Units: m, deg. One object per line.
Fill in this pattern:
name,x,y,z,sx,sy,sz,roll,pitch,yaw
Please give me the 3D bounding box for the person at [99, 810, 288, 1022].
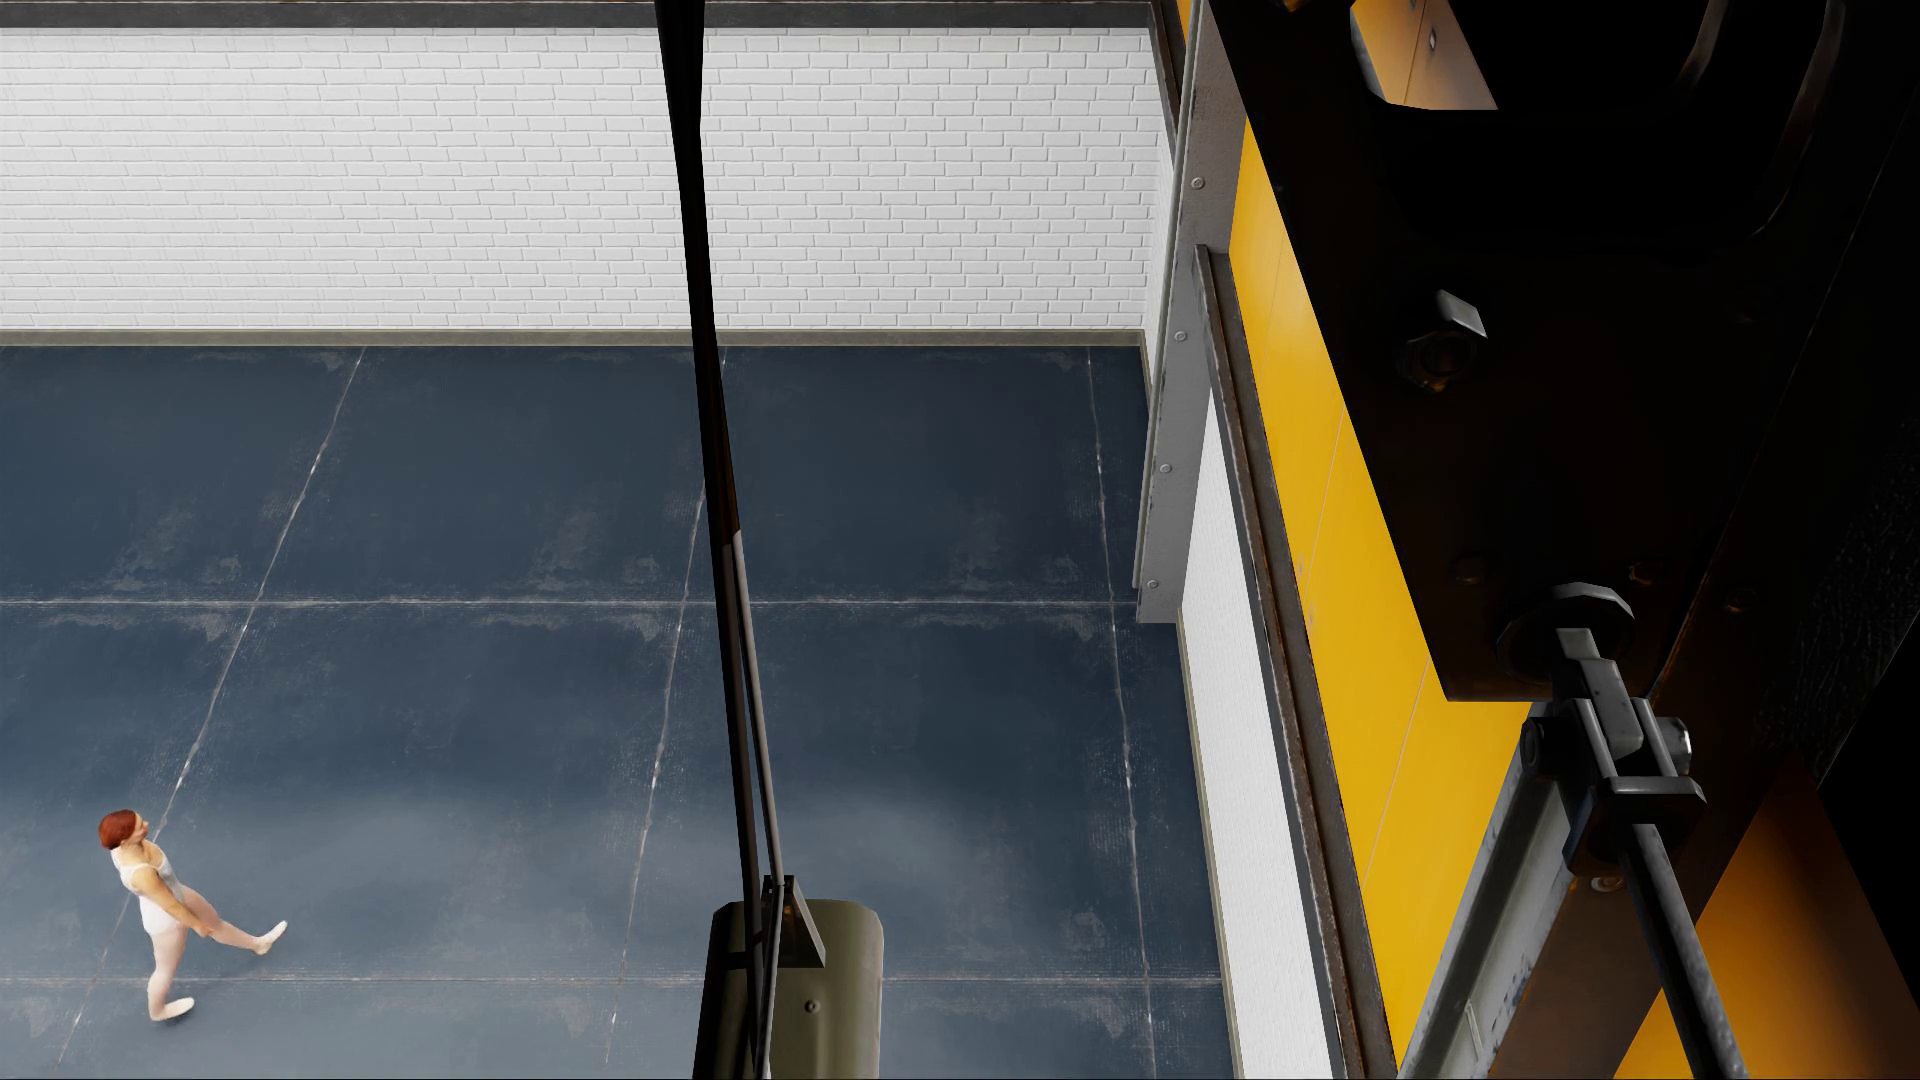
person,-4.290,2.027,8.830,1.035,1.595,1.059,-27,50,-26
